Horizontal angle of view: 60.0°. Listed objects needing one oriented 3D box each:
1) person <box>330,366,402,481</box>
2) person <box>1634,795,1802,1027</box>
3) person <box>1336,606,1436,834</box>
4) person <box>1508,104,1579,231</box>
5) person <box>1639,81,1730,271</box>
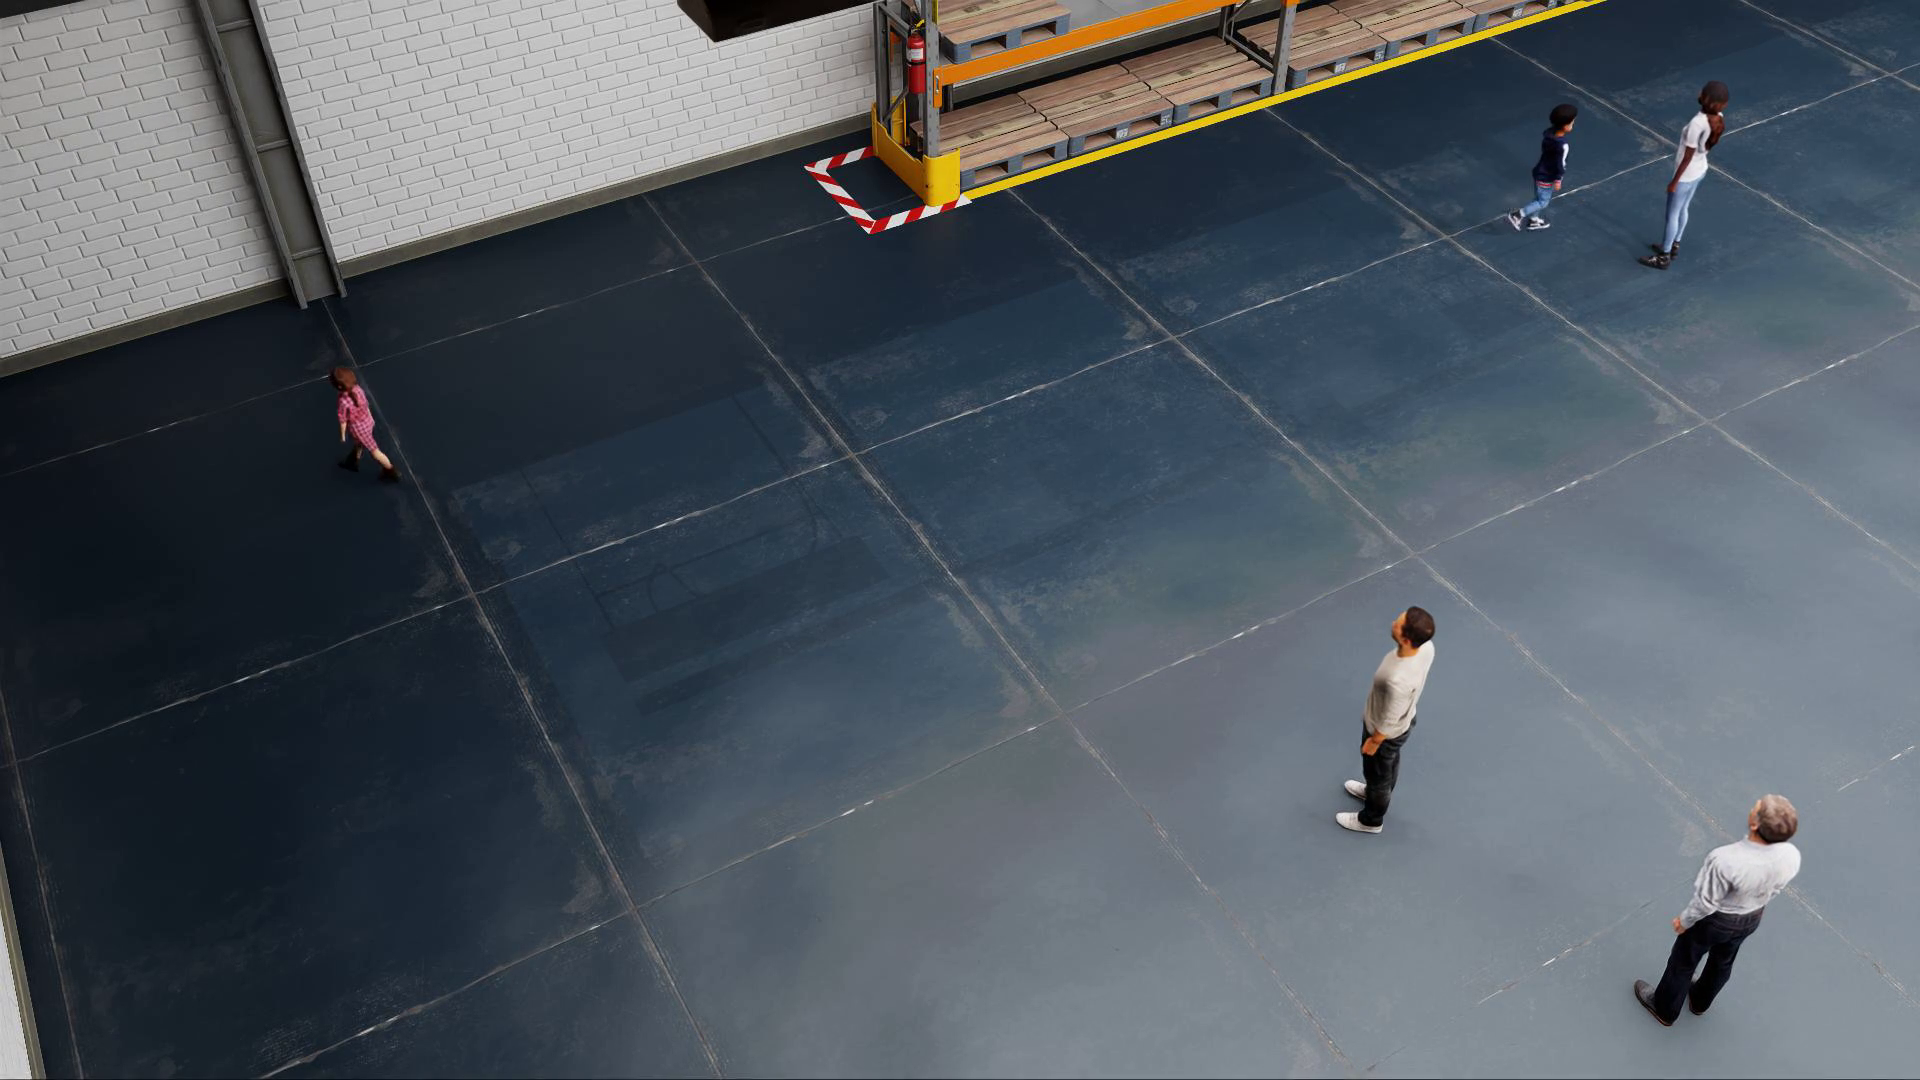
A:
[{"bbox_3d":[-4.387,-0.836,12.217,0.776,1.005,0.715,11,45,11],"label":"person"},{"bbox_3d":[4.000,1.947,8.705,0.609,1.820,0.770,-9,44,-9],"label":"person"},{"bbox_3d":[2.511,1.045,9.658,0.799,1.811,0.682,20,47,20],"label":"person"},{"bbox_3d":[5.112,-3.235,14.582,0.752,1.217,0.671,1,44,1],"label":"person"},{"bbox_3d":[6.154,-3.084,14.059,0.696,1.719,0.549,33,53,30],"label":"person"}]
